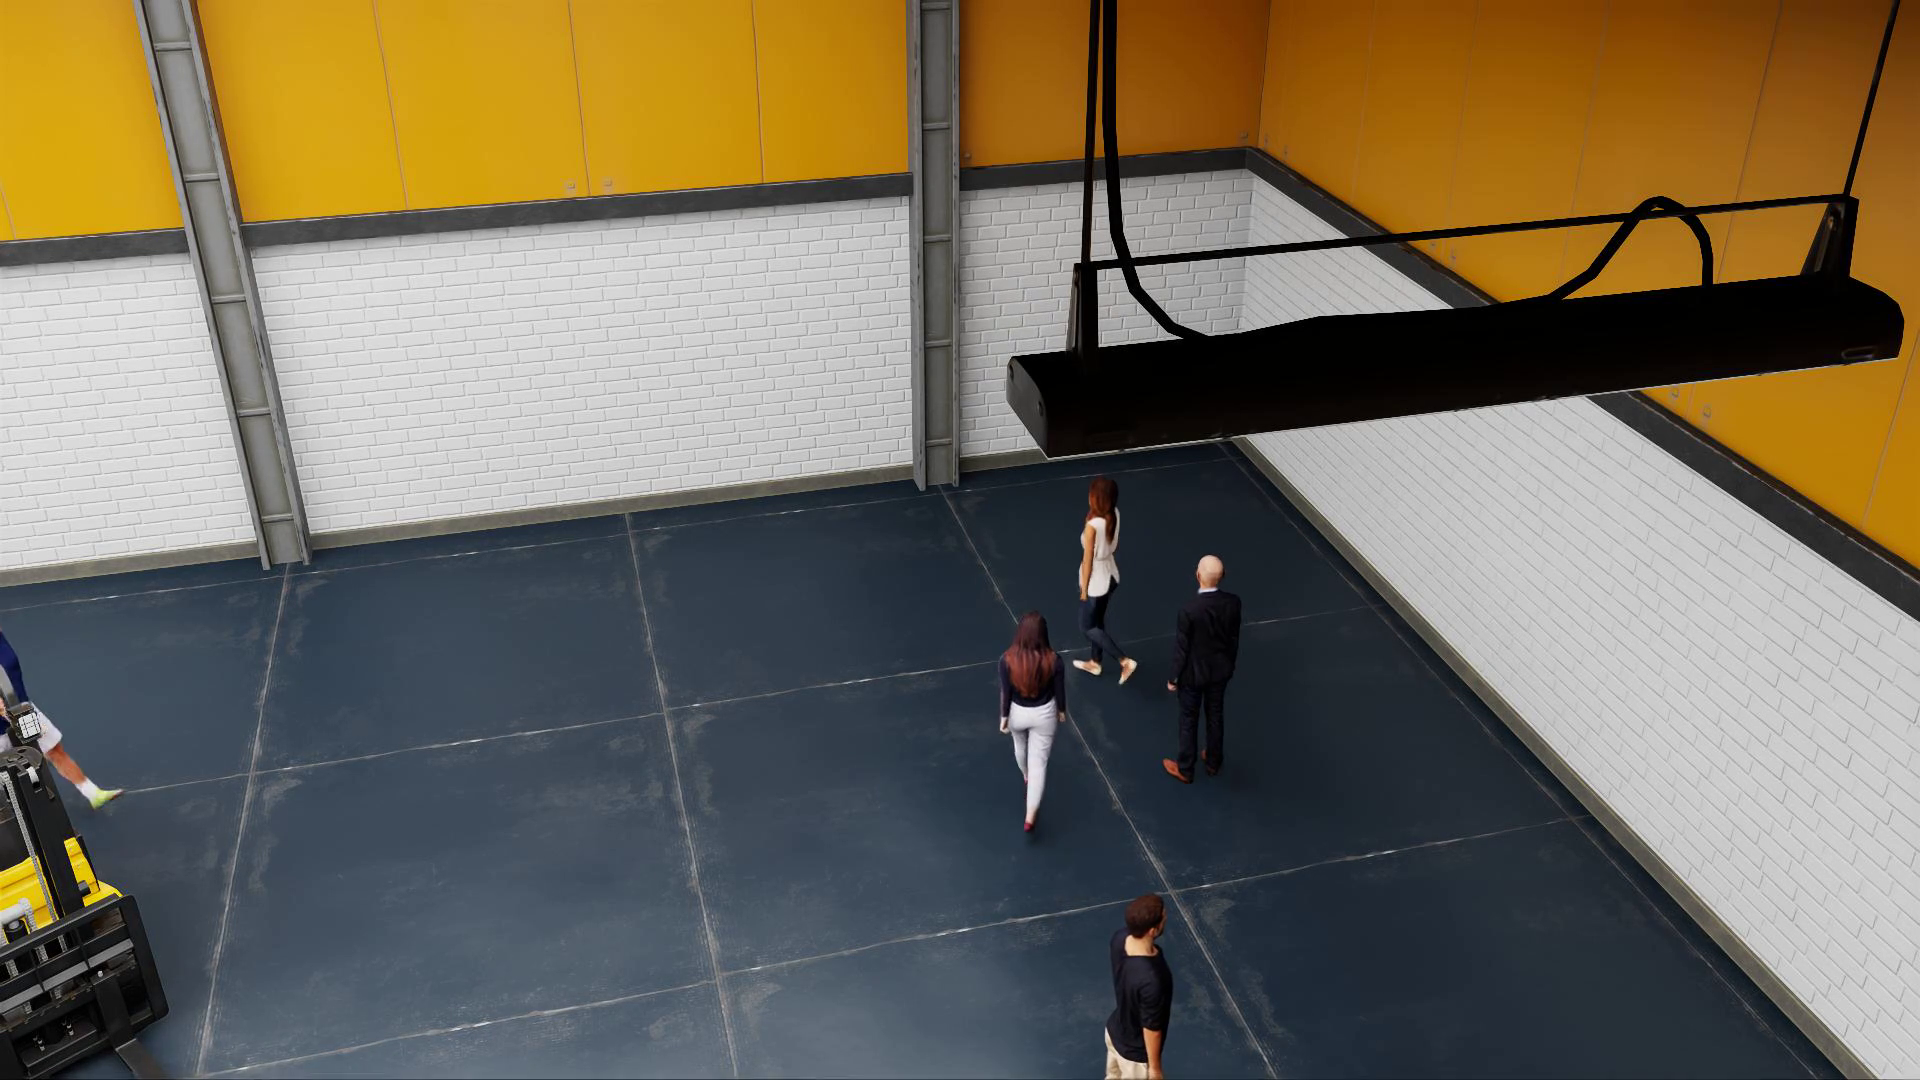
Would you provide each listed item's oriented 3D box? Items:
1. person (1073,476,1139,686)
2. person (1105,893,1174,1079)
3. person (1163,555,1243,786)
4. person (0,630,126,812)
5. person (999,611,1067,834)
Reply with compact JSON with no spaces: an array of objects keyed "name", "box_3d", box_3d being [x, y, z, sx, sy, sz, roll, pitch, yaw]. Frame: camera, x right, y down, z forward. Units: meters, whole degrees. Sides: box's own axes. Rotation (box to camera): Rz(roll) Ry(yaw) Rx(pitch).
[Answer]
[{"name":"person","box_3d":[1.141,0.349,12.746,0.933,1.772,0.909,20,35,32]},{"name":"person","box_3d":[0.891,2.579,8.575,0.554,1.850,0.641,-8,30,-15]},{"name":"person","box_3d":[1.710,0.909,11.688,0.544,1.800,0.758,-11,30,-19]},{"name":"person","box_3d":[-6.487,1.214,11.152,1.208,1.779,0.848,-1,29,-2]},{"name":"person","box_3d":[0.485,1.252,11.303,1.103,1.568,0.934,4,29,6]}]
